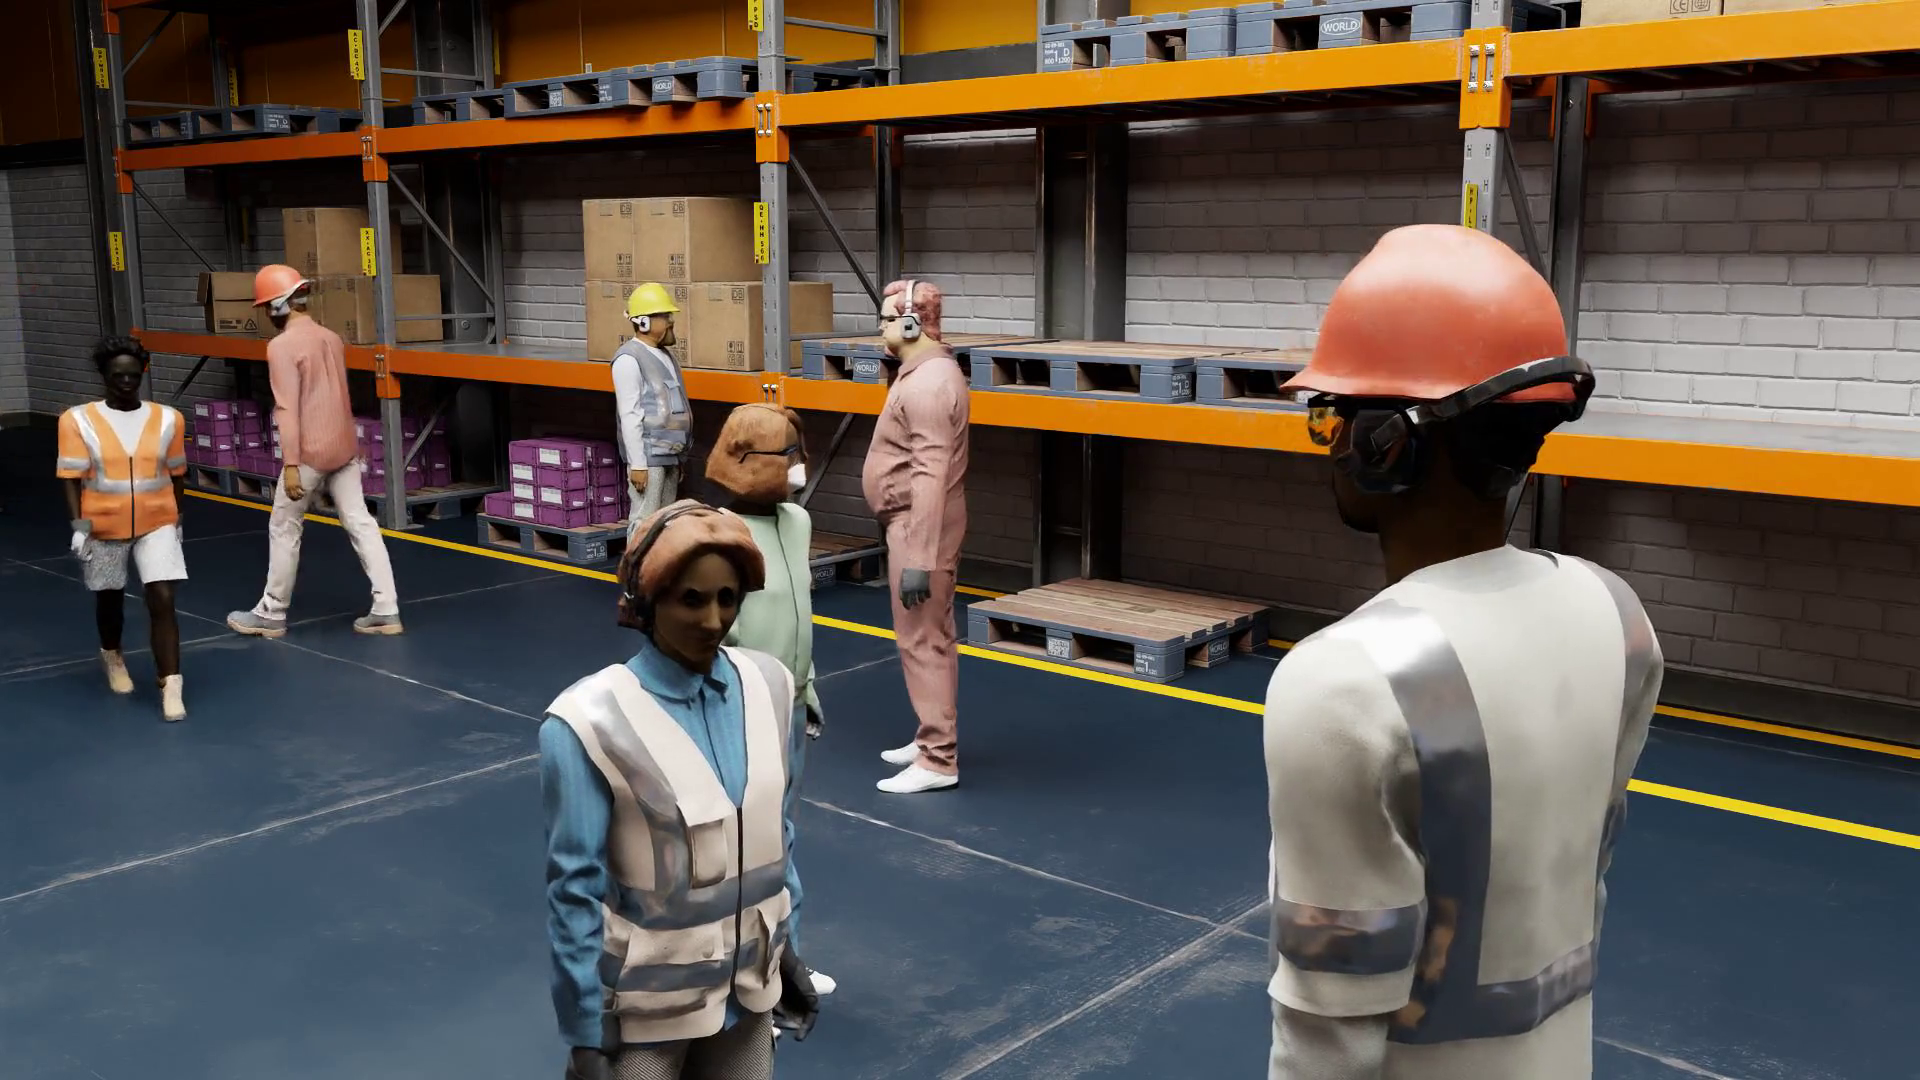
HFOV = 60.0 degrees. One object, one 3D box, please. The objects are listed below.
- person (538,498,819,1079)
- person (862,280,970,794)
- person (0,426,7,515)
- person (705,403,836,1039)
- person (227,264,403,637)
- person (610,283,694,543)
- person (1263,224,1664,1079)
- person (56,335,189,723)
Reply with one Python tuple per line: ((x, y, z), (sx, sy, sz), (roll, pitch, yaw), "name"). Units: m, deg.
((-0.441, 0.747, 2.677), (0.312, 1.638, 0.512), (8, 13, 38), "person")
((-0.169, -0.009, 6.227), (0.396, 1.902, 0.700), (0, 10, 2), "person")
((-7.362, -1.070, 12.257), (0.485, 1.909, 0.573), (5, 11, 26), "person")
((-0.514, 0.457, 4.334), (0.273, 1.632, 0.508), (5, 11, 24), "person")
((-3.392, -0.444, 8.600), (0.984, 1.923, 0.725), (2, 10, 12), "person")
((-1.643, -0.464, 9.004), (0.404, 1.837, 0.589), (2, 10, 11), "person")
((0.503, 0.681, 1.892), (0.605, 2.045, 0.377), (-9, 13, -42), "person")
((-3.656, -0.074, 7.295), (0.531, 1.659, 0.869), (-7, 12, -34), "person")
